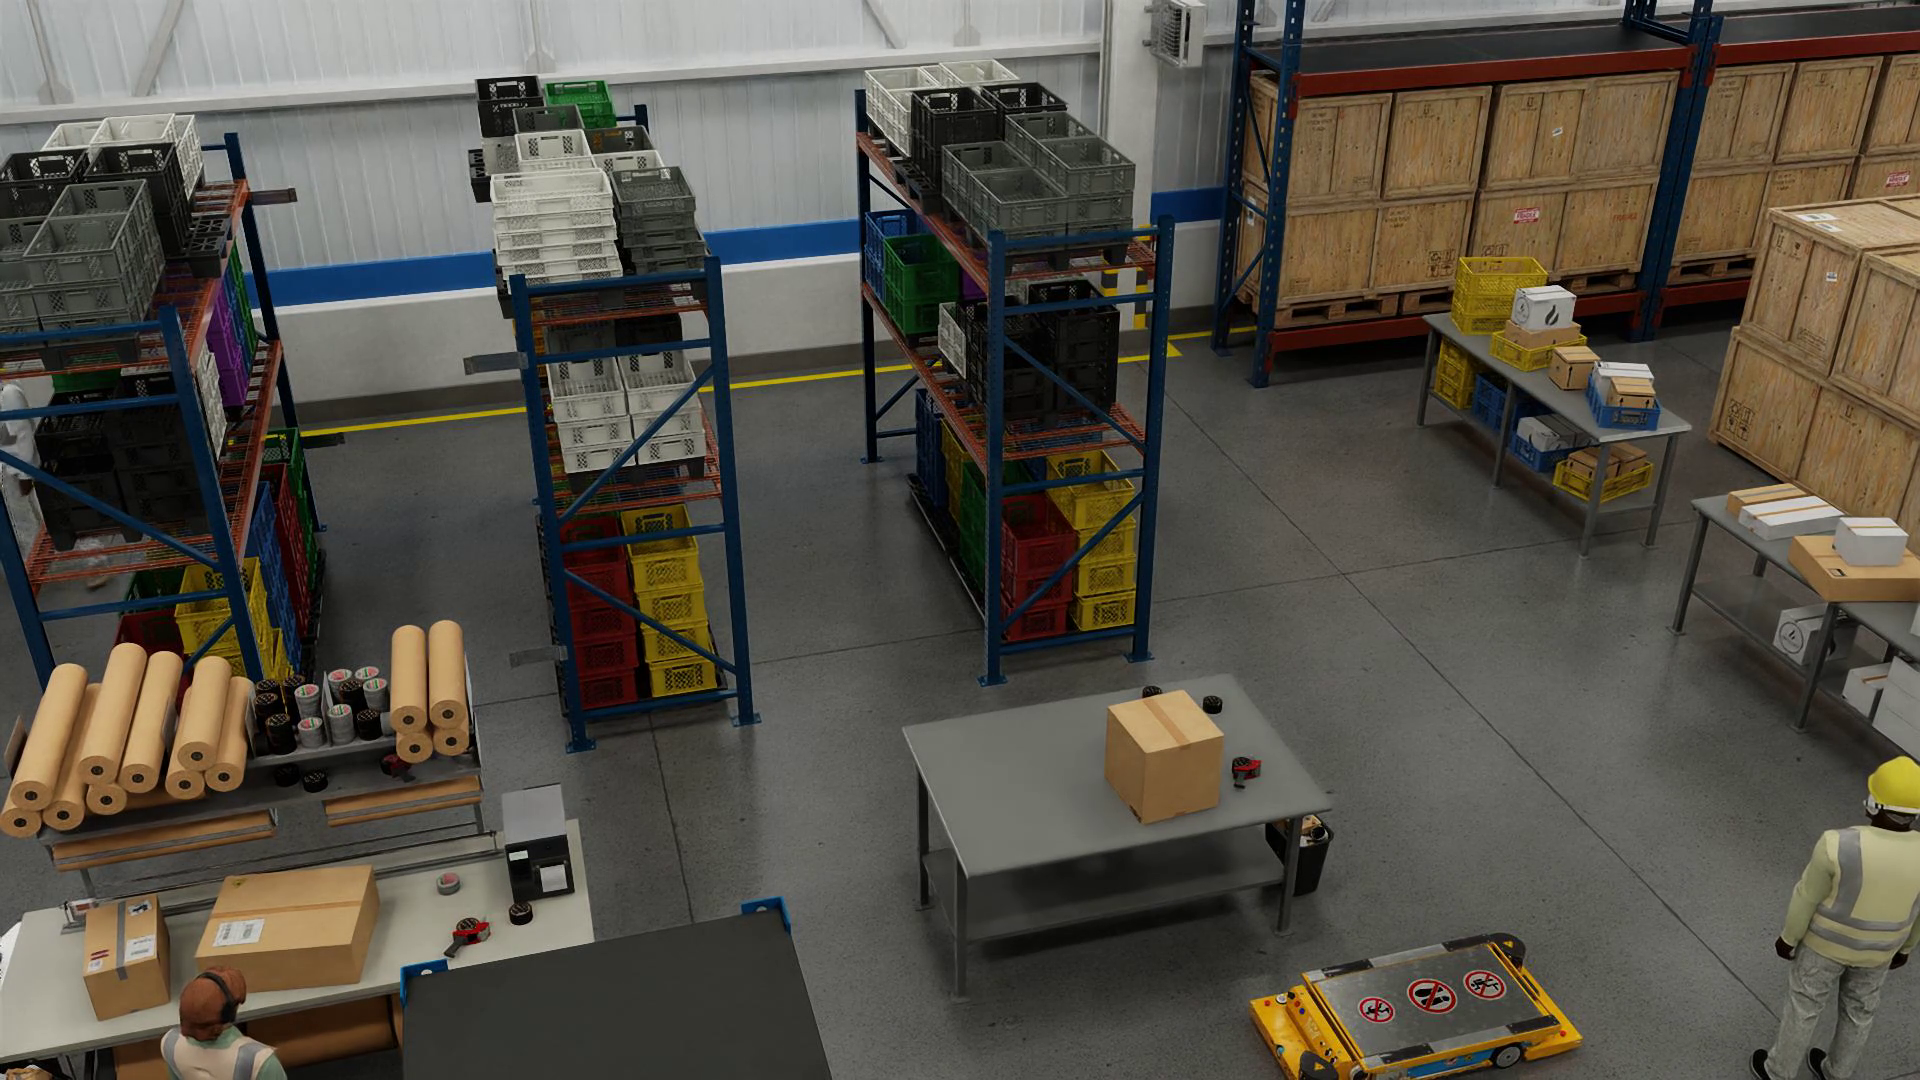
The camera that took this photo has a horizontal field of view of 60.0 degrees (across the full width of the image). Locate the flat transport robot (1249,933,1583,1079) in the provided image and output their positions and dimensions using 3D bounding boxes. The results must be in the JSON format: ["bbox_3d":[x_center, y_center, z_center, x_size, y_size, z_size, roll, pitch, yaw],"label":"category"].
[{"bbox_3d":[2.184,2.282,7.980,1.431,0.197,0.652,-8,30,-14],"label":"flat transport robot"}]

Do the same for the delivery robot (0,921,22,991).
[{"bbox_3d":[-4.547,2.124,7.875,0.477,0.478,0.707,6,30,11],"label":"delivery robot"}]

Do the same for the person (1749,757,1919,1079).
[{"bbox_3d":[3.944,1.742,7.367,0.596,1.826,0.403,2,29,3],"label":"person"}]

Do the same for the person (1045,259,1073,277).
[{"bbox_3d":[0.772,-2.490,14.945,0.635,1.937,0.352,-20,34,-31],"label":"person"}]

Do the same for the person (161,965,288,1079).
[{"bbox_3d":[-2.766,2.334,6.473,0.514,1.640,0.310,7,29,12],"label":"person"}]

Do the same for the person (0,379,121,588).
[{"bbox_3d":[-6.416,-0.538,11.472,0.805,1.867,0.544,18,33,29],"label":"person"}]
